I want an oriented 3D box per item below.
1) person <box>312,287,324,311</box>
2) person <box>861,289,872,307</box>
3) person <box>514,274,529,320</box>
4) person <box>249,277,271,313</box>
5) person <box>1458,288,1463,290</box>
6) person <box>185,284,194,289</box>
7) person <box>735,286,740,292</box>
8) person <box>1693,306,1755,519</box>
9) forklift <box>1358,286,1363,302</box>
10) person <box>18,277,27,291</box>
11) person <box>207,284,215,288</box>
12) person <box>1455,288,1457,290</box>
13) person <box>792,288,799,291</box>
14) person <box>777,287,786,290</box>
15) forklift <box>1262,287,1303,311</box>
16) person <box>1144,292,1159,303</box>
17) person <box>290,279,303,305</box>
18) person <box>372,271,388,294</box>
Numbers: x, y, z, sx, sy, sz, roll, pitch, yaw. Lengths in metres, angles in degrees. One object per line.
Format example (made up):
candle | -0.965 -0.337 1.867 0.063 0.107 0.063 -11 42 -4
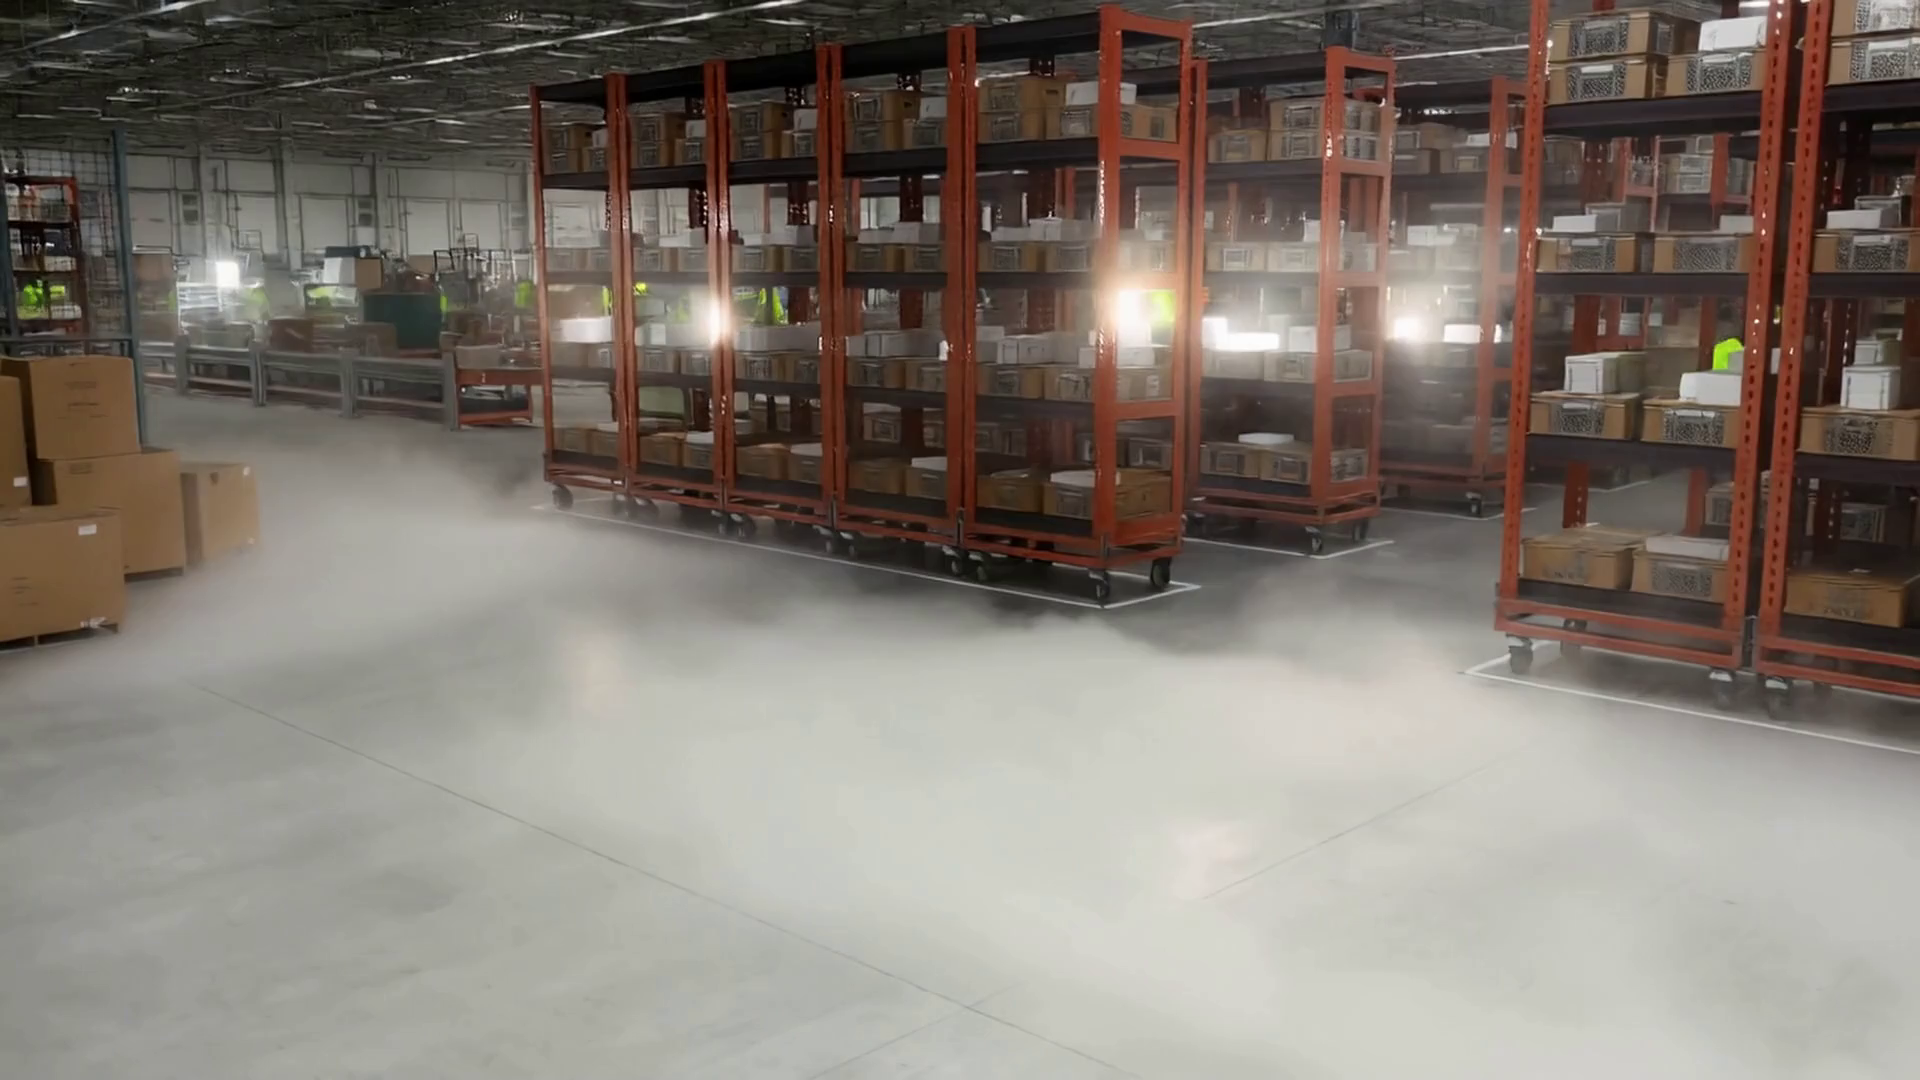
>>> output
person | -21.842 -8.045 56.263 0.870 1.909 0.550 -7 11 -36
person | -3.474 -8.610 60.685 0.833 1.599 0.515 5 10 28
person | -17.648 -9.743 66.829 0.599 1.849 0.474 -5 11 -30
person | -15.966 -5.088 38.241 0.935 1.862 0.677 -8 12 -40
person | 18.002 -8.466 59.591 0.863 1.654 0.543 2 9 11
person | -26.268 -8.145 56.889 0.677 1.904 0.594 -5 10 -26
person | -10.804 -11.755 79.044 0.690 1.895 0.674 2 9 12
person | 5.751 -0.829 12.334 0.858 1.792 0.600 -4 10 -22
forklift | 11.100 -7.017 46.970 1.873 2.768 1.129 9 13 43
person | -44.687 -11.790 79.478 0.631 1.821 0.725 1 9 4
person | -40.405 -13.531 89.822 0.596 1.925 0.372 5 10 28
person | 18.662 -9.041 63.182 0.497 1.635 0.286 -6 11 -31
person | -6.013 -8.838 61.208 1.036 1.885 0.552 8 12 39
person | -6.700 -8.978 61.984 0.835 1.908 0.551 3 10 17
forklift | 10.769 -8.203 54.240 1.129 2.768 1.873 8 12 42
person | 6.002 -7.342 52.317 0.934 1.787 0.585 6 11 33
person | -23.008 -8.218 57.859 0.898 1.715 0.543 -9 13 -43
person | -13.839 -5.406 39.691 0.475 2.026 0.614 -4 10 -24
